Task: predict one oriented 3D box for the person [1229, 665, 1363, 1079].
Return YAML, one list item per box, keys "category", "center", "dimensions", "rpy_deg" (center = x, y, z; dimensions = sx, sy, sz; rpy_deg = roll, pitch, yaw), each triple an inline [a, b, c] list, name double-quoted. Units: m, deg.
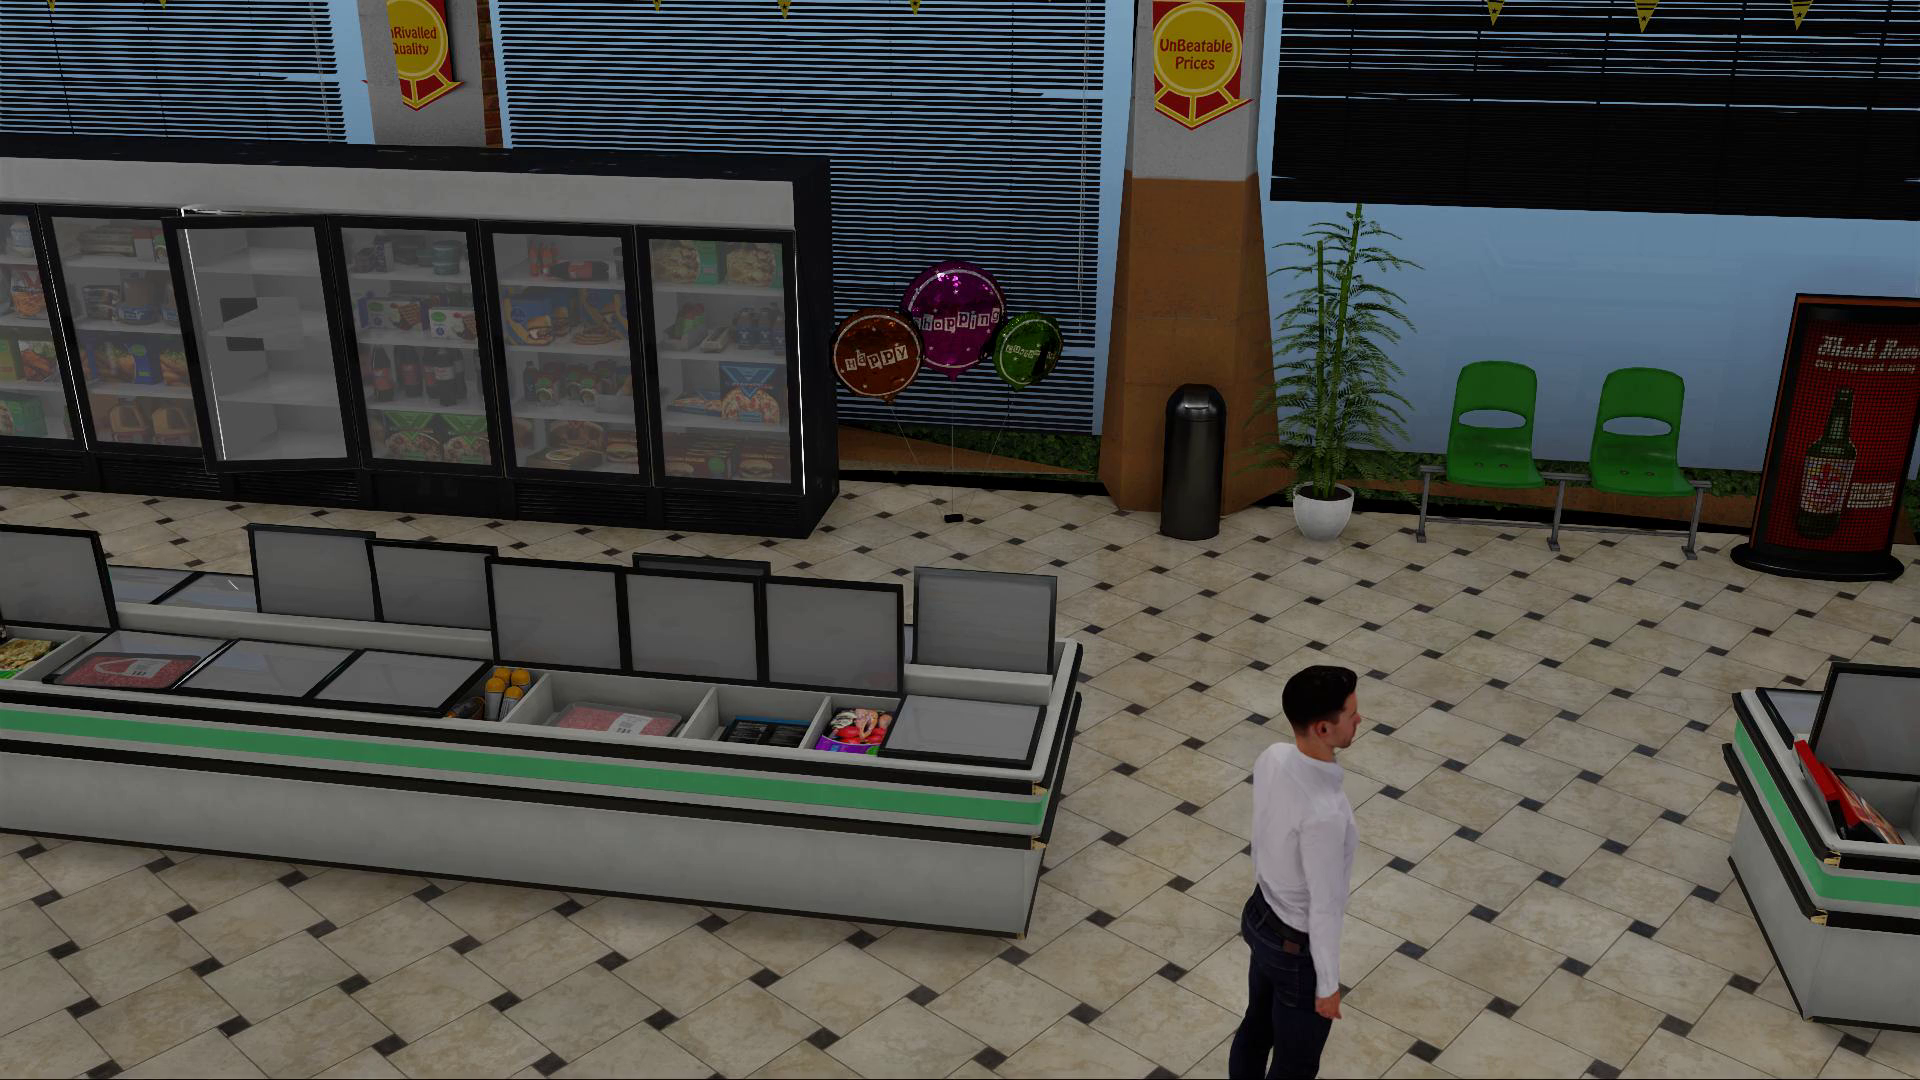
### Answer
- category: "person"
  center: [1.026, 1.231, 5.174]
  dimensions: [0.685, 1.868, 0.697]
  rpy_deg: [-4, 22, -10]
